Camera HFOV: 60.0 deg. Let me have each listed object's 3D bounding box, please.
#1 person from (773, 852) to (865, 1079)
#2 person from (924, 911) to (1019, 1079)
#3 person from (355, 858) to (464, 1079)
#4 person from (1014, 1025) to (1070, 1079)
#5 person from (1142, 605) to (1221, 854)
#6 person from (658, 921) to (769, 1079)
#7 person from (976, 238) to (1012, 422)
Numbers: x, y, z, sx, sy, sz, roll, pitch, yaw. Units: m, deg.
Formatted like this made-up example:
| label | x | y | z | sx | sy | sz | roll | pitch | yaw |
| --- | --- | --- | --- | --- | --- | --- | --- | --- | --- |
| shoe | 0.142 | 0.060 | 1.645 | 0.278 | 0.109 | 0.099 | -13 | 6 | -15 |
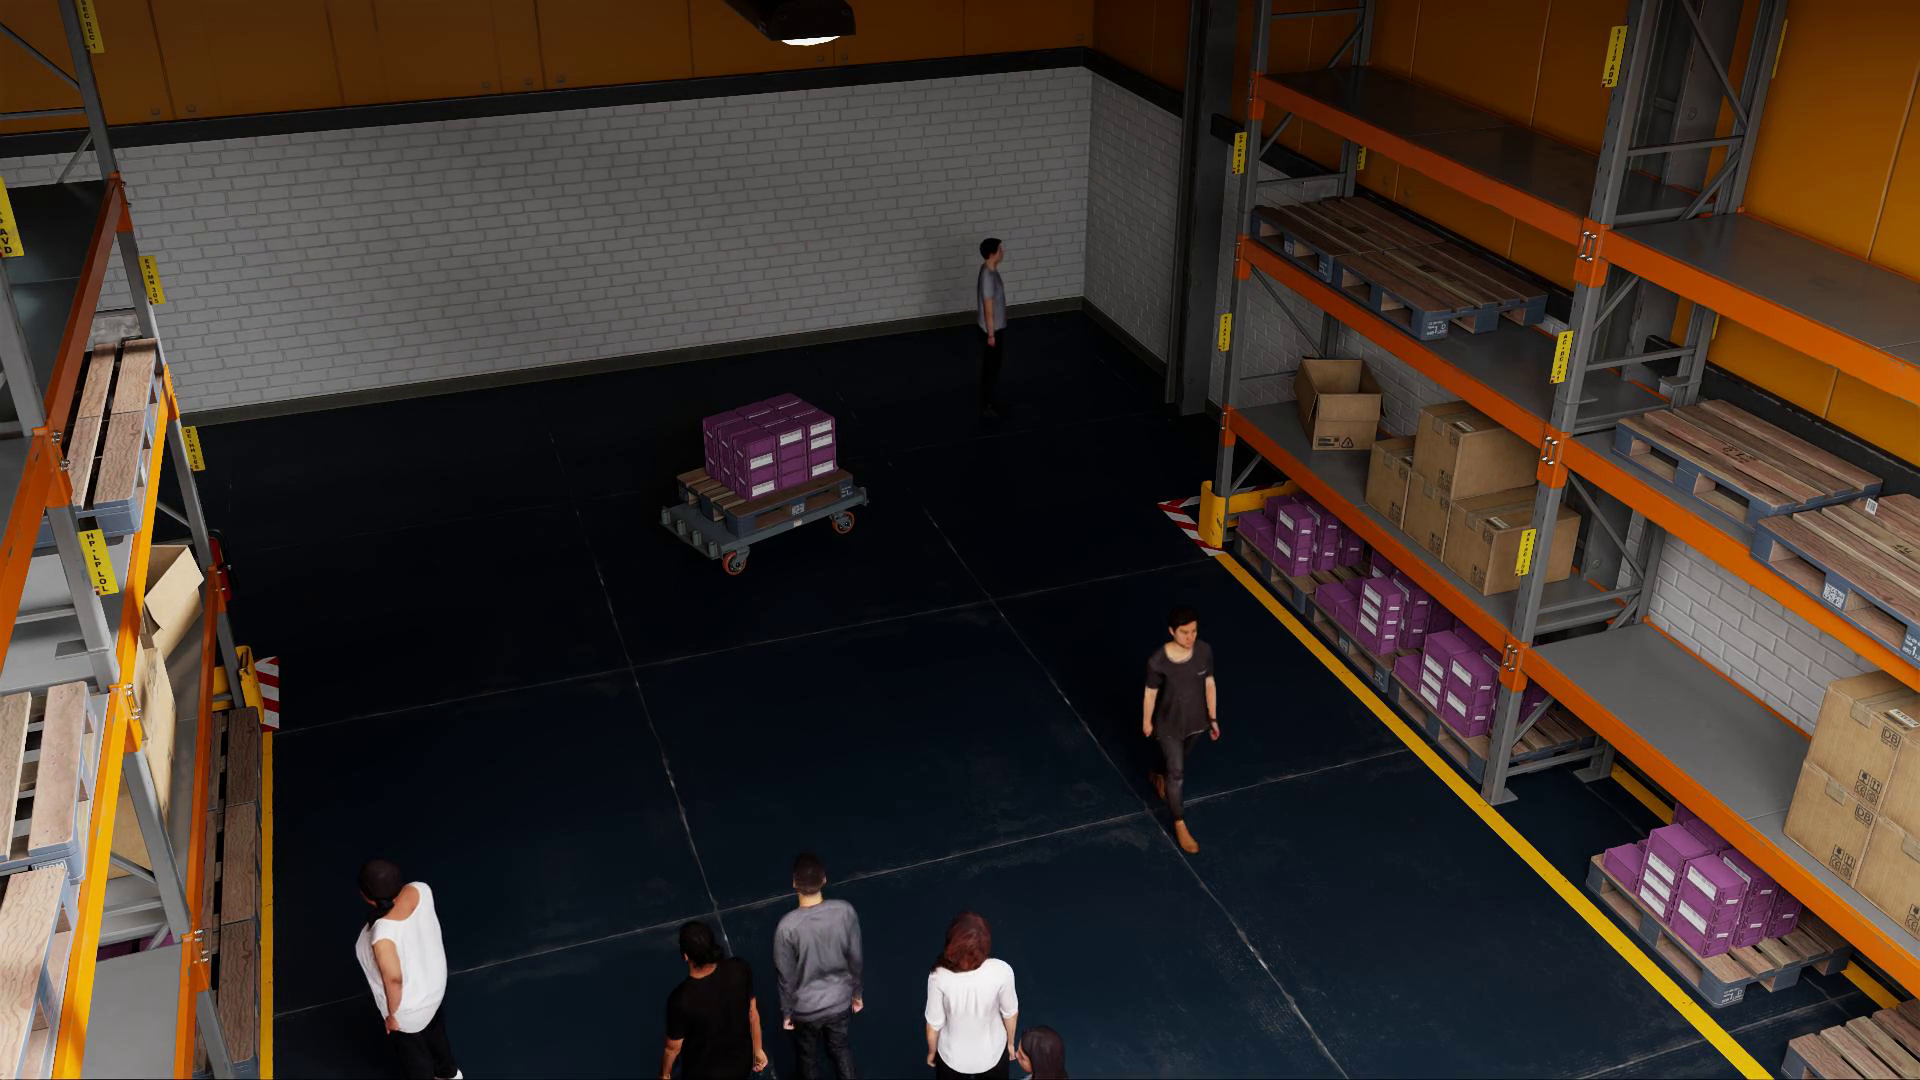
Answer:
| label | x | y | z | sx | sy | sz | roll | pitch | yaw |
| --- | --- | --- | --- | --- | --- | --- | --- | --- | --- |
| person | -0.694 | 2.416 | 8.505 | 0.647 | 1.742 | 0.906 | -12 | 31 | -21 |
| person | 0.057 | 2.554 | 8.195 | 0.666 | 1.796 | 0.614 | -2 | 29 | -4 |
| person | -2.901 | 2.339 | 8.703 | 0.822 | 1.687 | 0.718 | 5 | 29 | 9 |
| person | 0.381 | 2.892 | 7.599 | 0.715 | 1.773 | 0.627 | 8 | 30 | 15 |
| person | 1.413 | 1.128 | 10.929 | 0.679 | 1.680 | 1.084 | -12 | 31 | -22 |
| person | -1.134 | 2.620 | 8.137 | 1.066 | 1.736 | 0.901 | 24 | 37 | 37 |
| person | 0.279 | -2.135 | 16.720 | 0.821 | 1.863 | 0.662 | 0 | 29 | 1 |
